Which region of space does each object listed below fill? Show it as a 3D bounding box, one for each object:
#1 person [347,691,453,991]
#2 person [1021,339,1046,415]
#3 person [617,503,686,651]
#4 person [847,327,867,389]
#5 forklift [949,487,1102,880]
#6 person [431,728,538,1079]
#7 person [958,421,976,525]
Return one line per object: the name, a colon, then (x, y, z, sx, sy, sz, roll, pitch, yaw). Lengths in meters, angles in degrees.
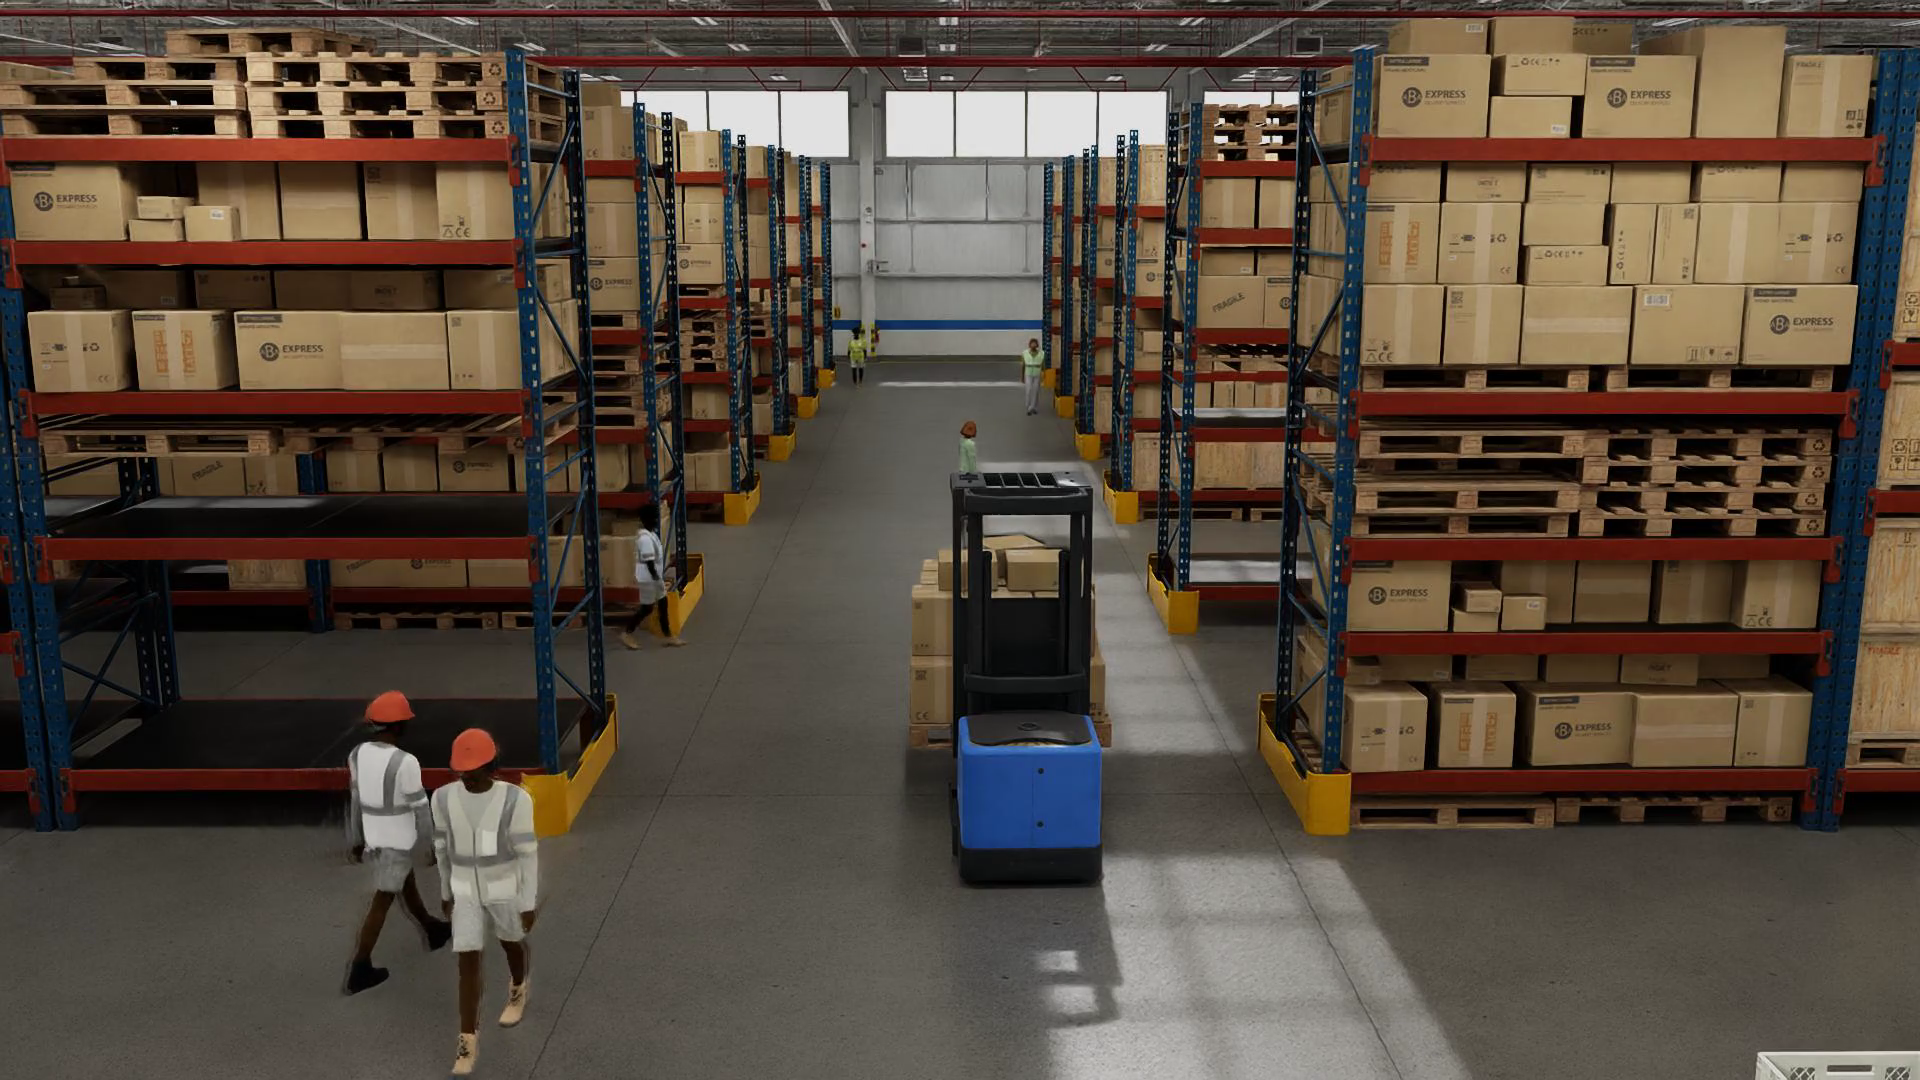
person: (-3.645, 1.898, 10.780, 0.569, 1.881, 1.014, 7, 13, 31)
person: (1.753, -3.859, 39.487, 0.598, 1.800, 0.932, 0, 11, 2)
person: (-3.496, 0.412, 18.637, 0.701, 1.675, 0.536, 0, 11, 1)
person: (-2.800, -4.916, 45.037, 0.549, 1.680, 0.371, 0, 11, 0)
forklift: (0.495, 0.986, 12.813, 1.129, 2.768, 1.873, 0, 11, -2)
person: (-2.775, 2.052, 9.758, 0.628, 1.989, 1.042, 0, 11, 1)
person: (0.127, -1.053, 26.020, 0.266, 1.631, 0.507, -5, 12, -23)
